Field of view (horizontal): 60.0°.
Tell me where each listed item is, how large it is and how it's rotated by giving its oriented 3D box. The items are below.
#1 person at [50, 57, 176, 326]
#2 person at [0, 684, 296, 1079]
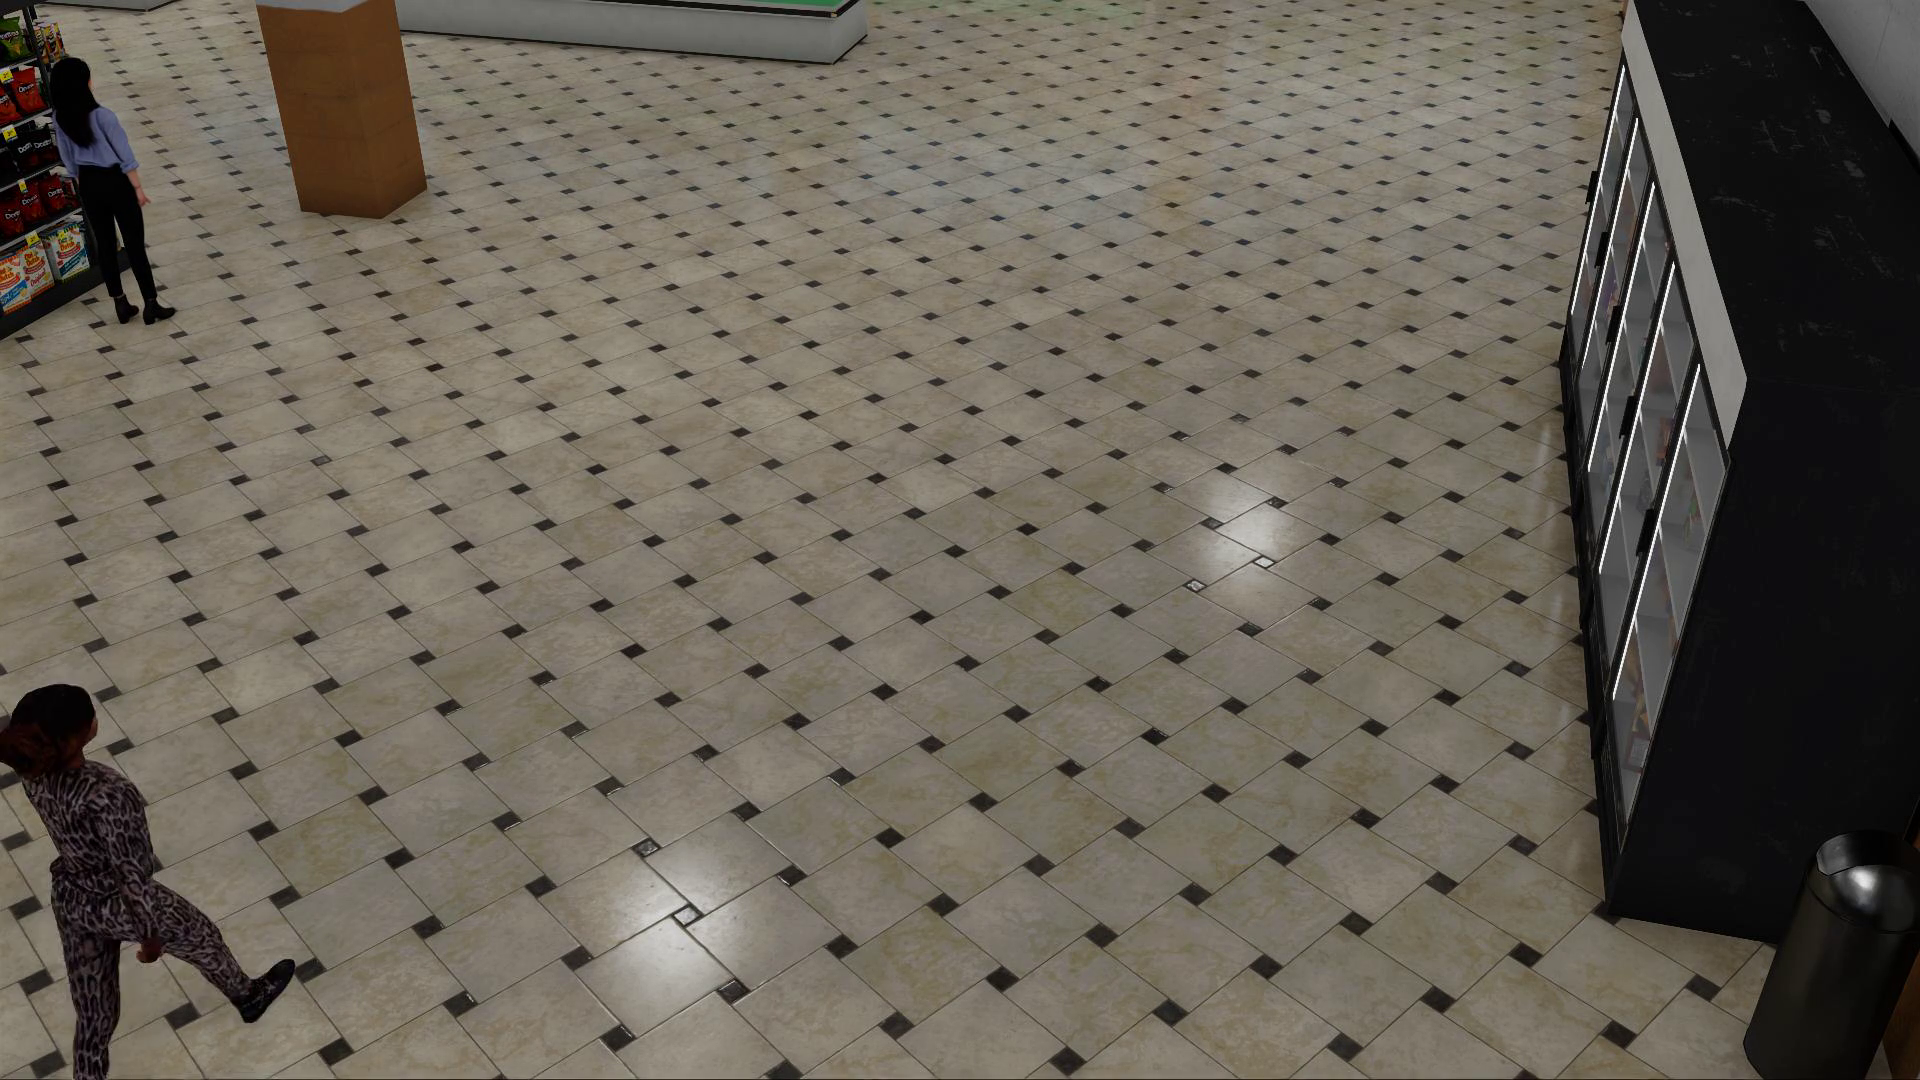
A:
[{"bbox_3d":[-5.482,-2.228,10.690,0.513,1.743,0.724,5,32,8],"label":"person"},{"bbox_3d":[-2.726,1.219,5.223,1.105,1.667,0.782,14,34,21],"label":"person"}]
